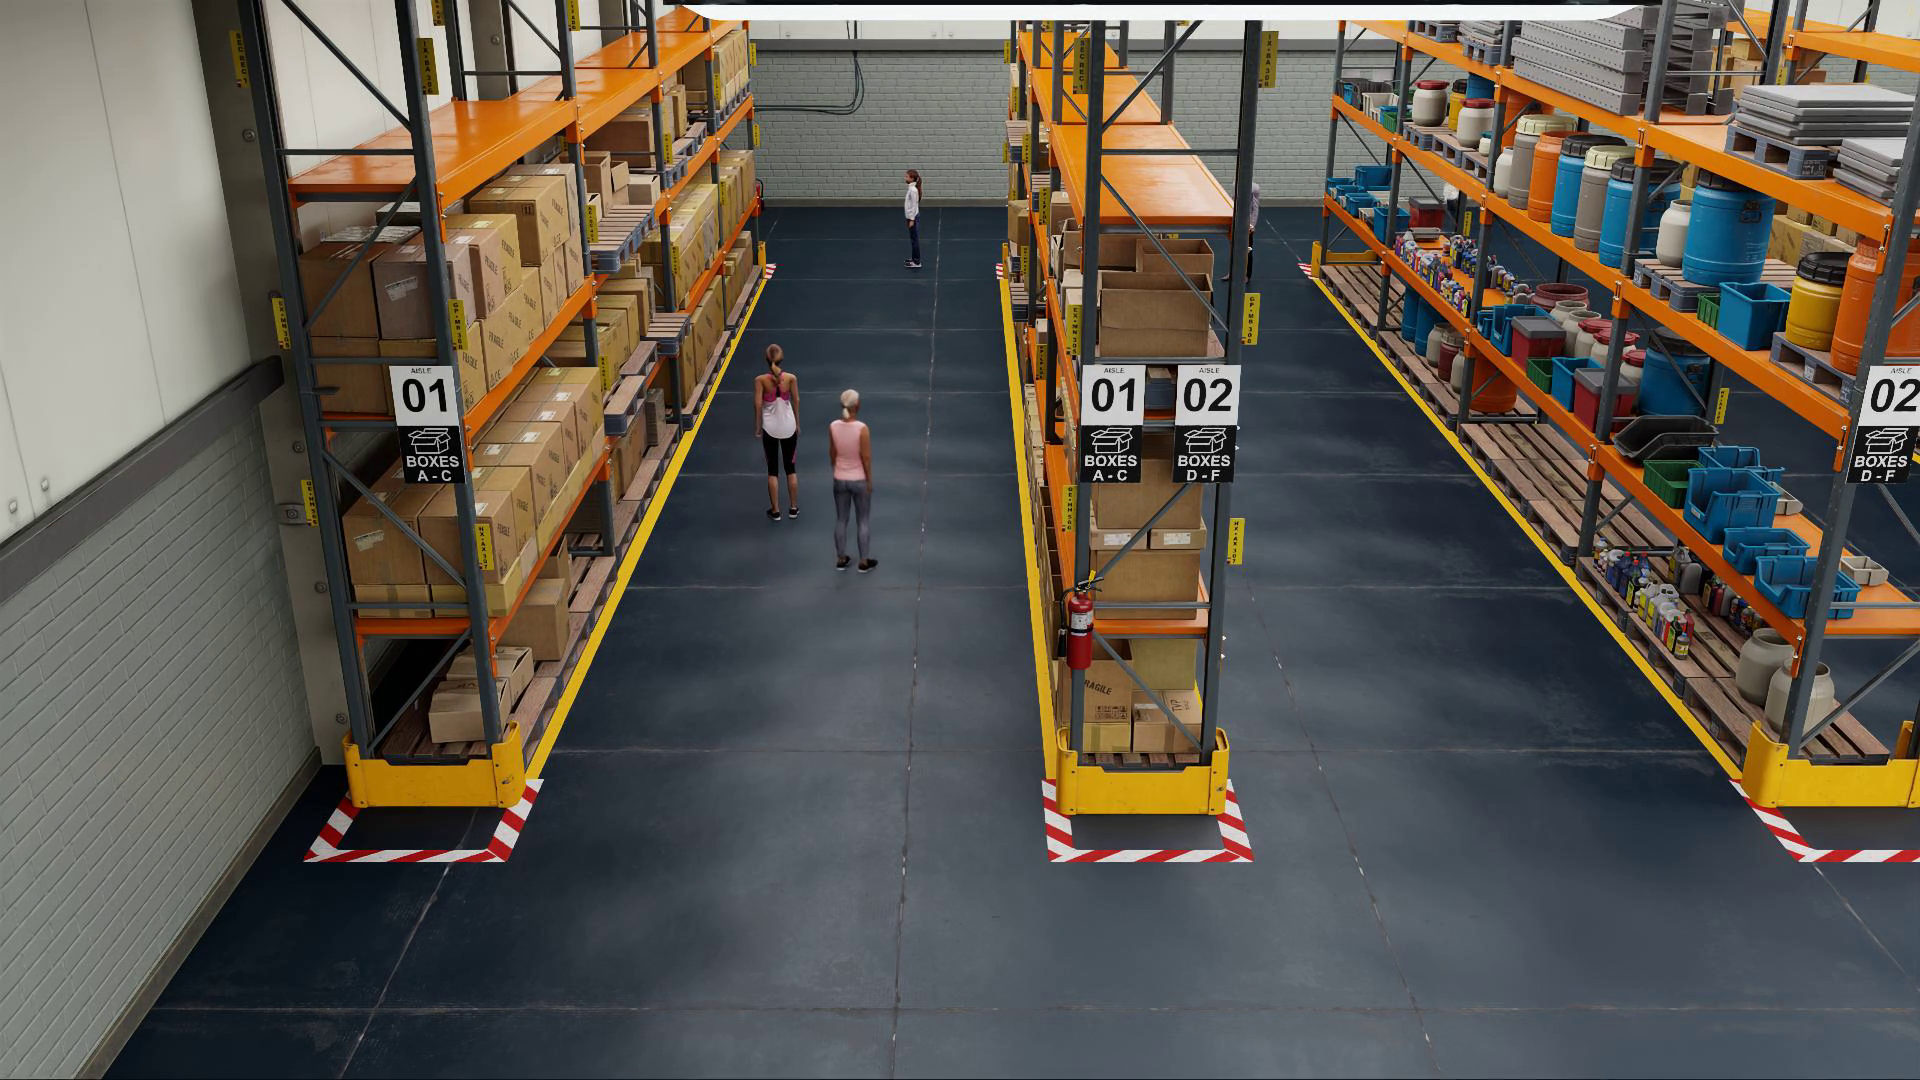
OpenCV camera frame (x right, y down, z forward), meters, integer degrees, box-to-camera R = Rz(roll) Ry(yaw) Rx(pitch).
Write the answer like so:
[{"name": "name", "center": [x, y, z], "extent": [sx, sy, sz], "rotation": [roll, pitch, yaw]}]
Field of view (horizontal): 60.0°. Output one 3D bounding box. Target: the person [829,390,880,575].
[{"name": "person", "center": [-0.999, -0.539, 15.234], "extent": [0.615, 1.724, 0.600], "rotation": [7, 23, 18]}]

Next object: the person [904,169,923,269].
[{"name": "person", "center": [-0.750, -5.203, 26.857], "extent": [0.595, 1.558, 0.454], "rotation": [-1, 22, -3]}]

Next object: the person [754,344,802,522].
[{"name": "person", "center": [-1.791, -1.067, 16.441], "extent": [0.657, 1.787, 0.604], "rotation": [-6, 23, -13]}]

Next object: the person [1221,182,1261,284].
[{"name": "person", "center": [4.386, -4.935, 25.812], "extent": [0.758, 1.852, 0.810], "rotation": [20, 29, 39]}]
